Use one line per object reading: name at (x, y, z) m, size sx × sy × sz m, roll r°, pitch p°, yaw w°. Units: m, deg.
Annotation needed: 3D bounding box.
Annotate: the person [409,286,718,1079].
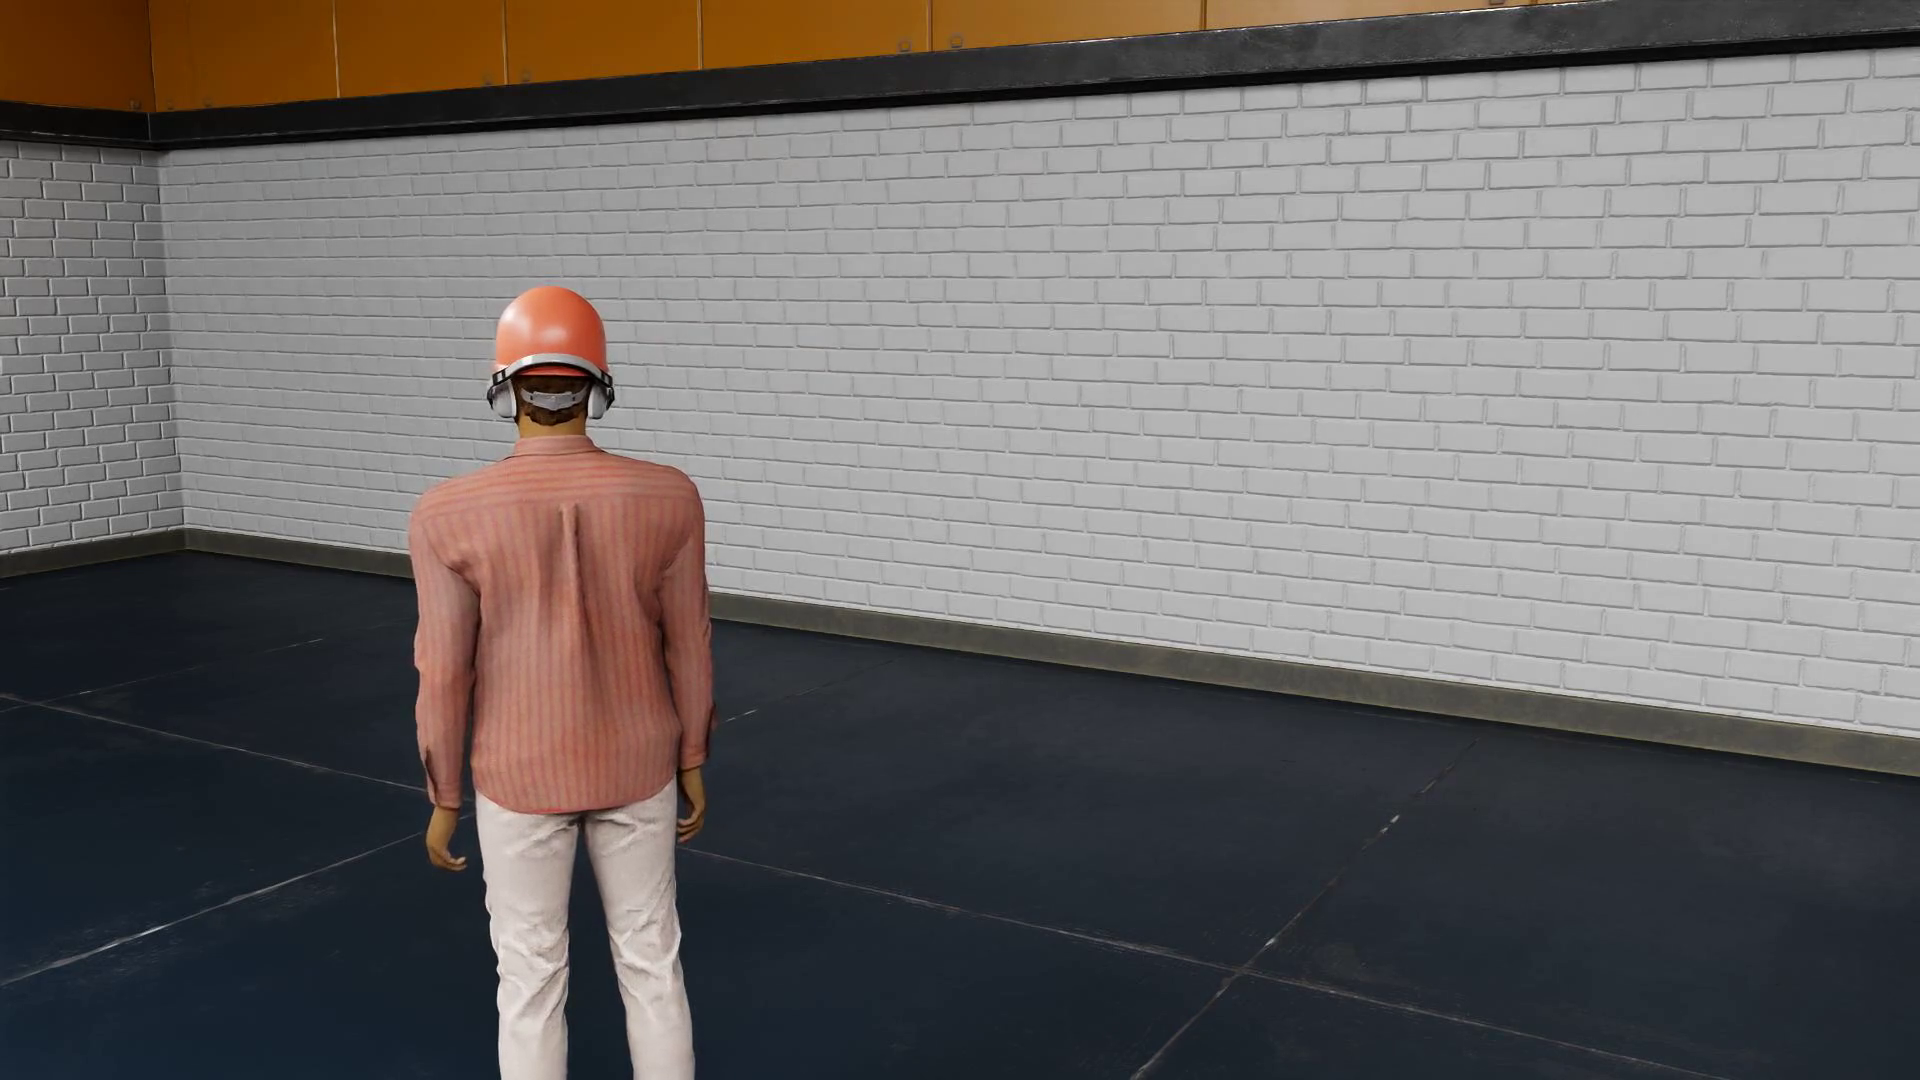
person at (-0.808, 0.480, 3.462) m, size 0.609 × 1.996 × 0.383 m, roll -4°, pitch 10°, yaw -22°
